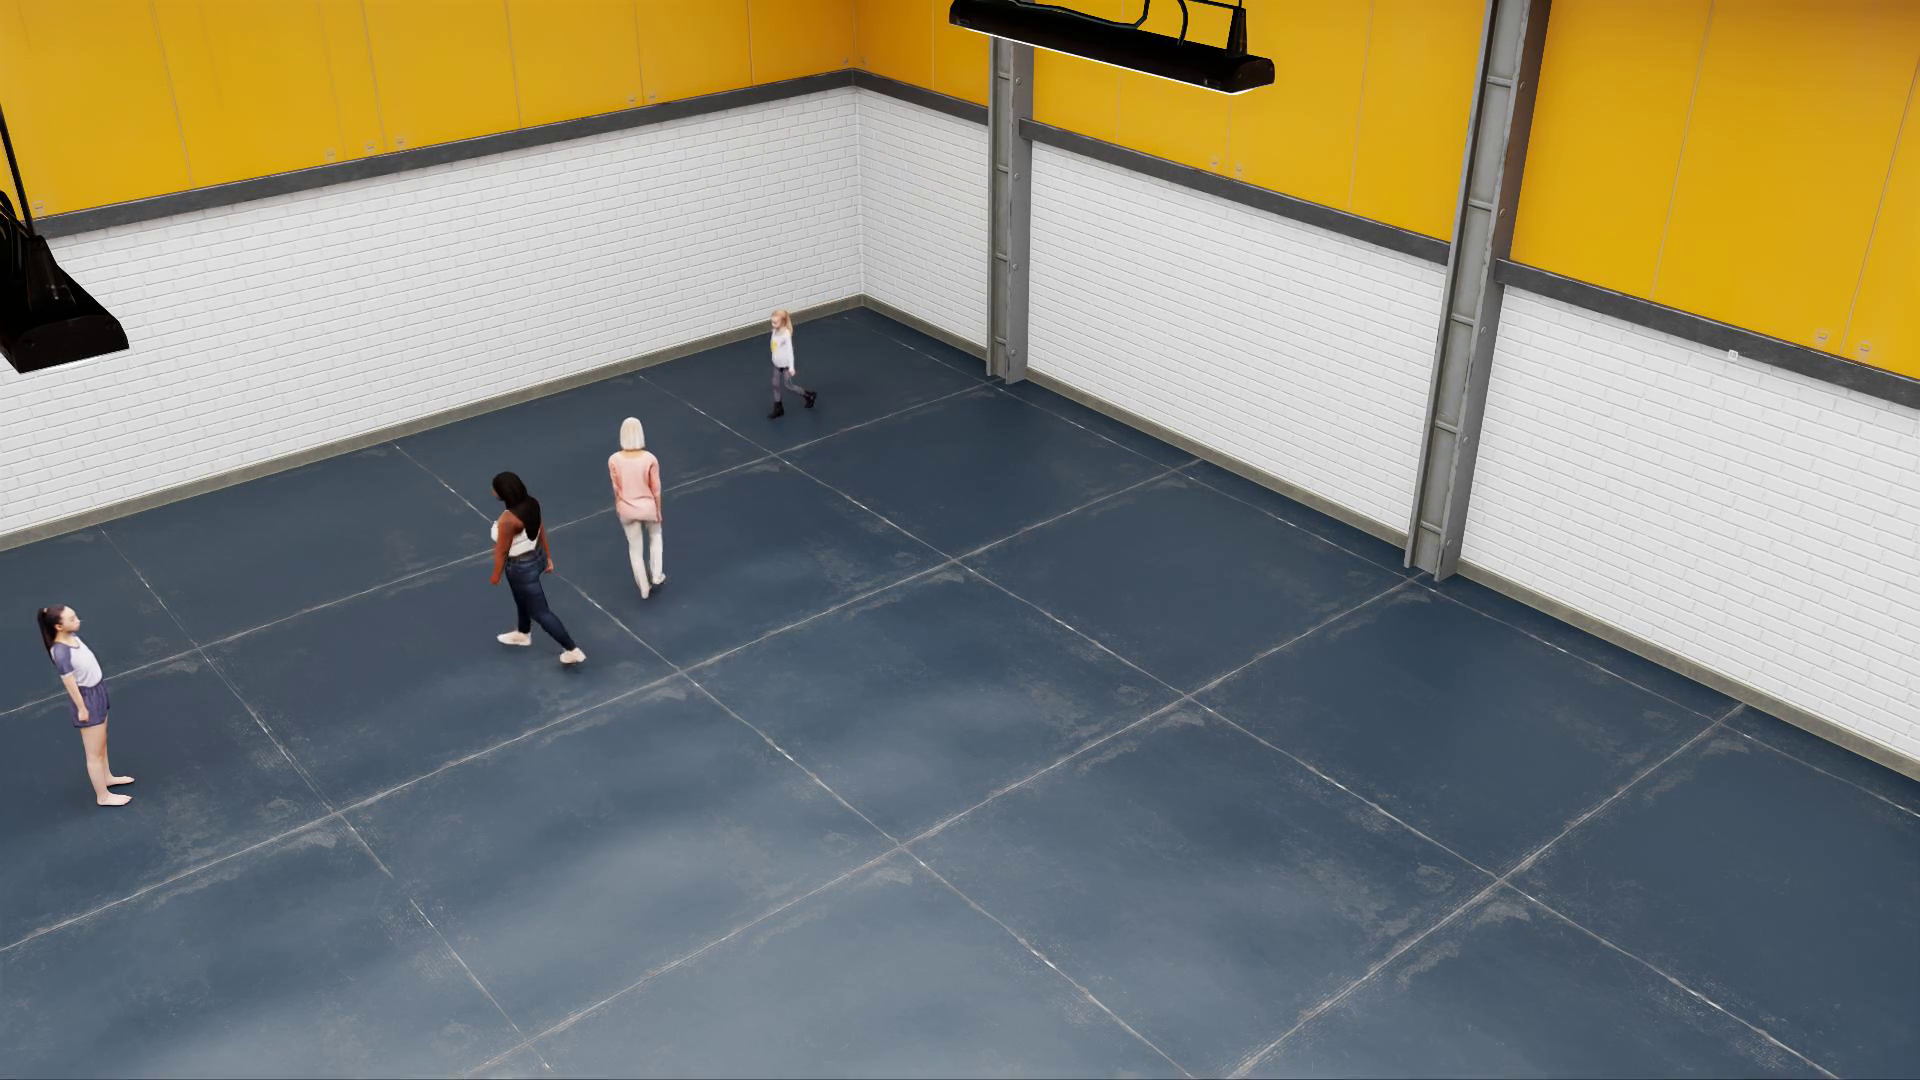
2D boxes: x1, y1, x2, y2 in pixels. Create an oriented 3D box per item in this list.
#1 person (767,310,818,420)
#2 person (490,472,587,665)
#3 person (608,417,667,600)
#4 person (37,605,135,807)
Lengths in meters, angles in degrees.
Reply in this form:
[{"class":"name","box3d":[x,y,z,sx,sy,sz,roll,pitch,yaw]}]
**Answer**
[{"class":"person","box3d":[-1.879,-1.952,18.326,0.588,1.259,0.732,-18,33,-30]},{"class":"person","box3d":[-3.504,0.271,13.718,1.208,1.769,1.071,8,30,15]},{"class":"person","box3d":[-2.861,-0.239,14.712,0.723,1.714,0.768,-3,29,-6]},{"class":"person","box3d":[-6.402,1.191,12.157,0.719,1.651,0.577,-9,30,-17]}]
